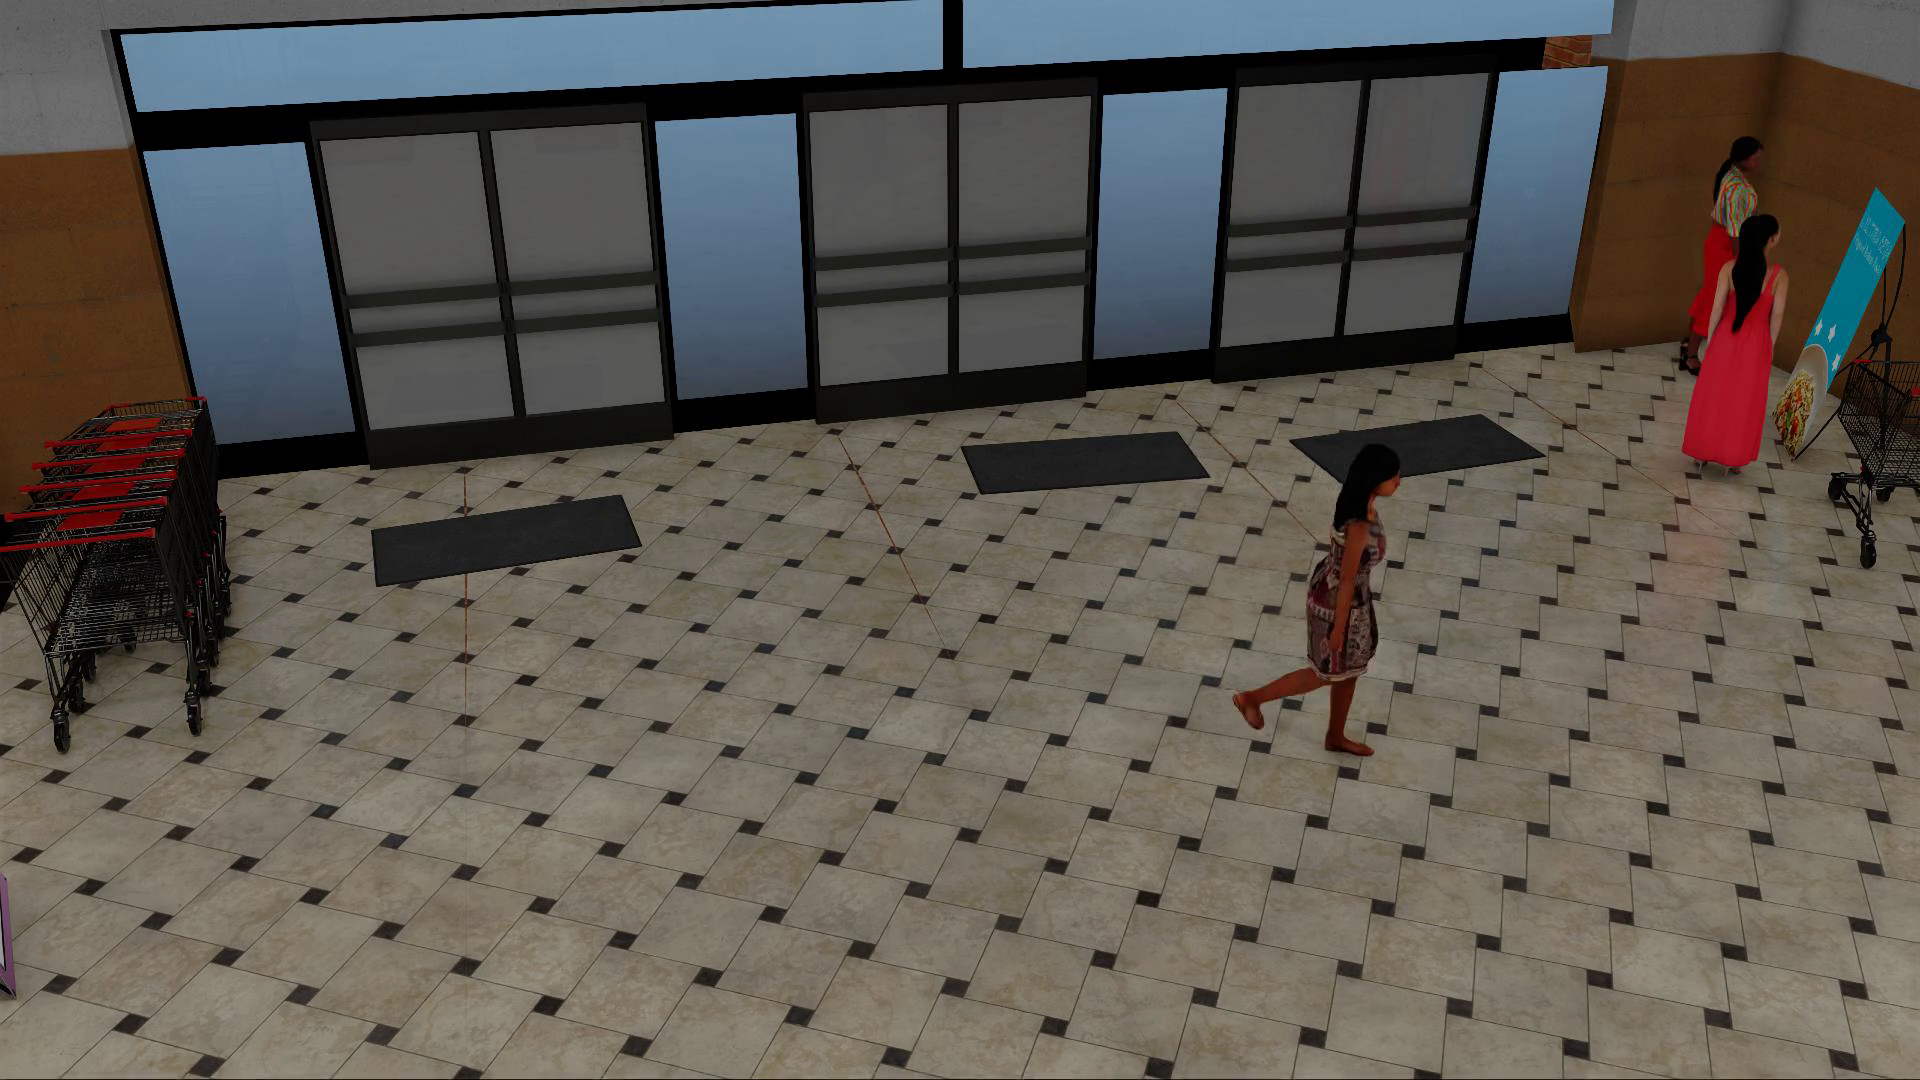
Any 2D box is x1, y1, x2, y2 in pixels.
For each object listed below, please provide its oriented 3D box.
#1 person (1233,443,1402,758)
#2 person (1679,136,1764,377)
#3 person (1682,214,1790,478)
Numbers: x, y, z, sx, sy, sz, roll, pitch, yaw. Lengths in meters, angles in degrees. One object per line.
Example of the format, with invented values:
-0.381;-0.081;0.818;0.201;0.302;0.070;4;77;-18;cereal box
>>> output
1.670;0.299;7.733;0.918;1.614;0.960;6;27;11;person
5.607;-2.112;12.311;0.867;1.774;0.700;2;27;5;person
4.976;-1.225;10.615;0.706;1.726;0.775;16;31;29;person
